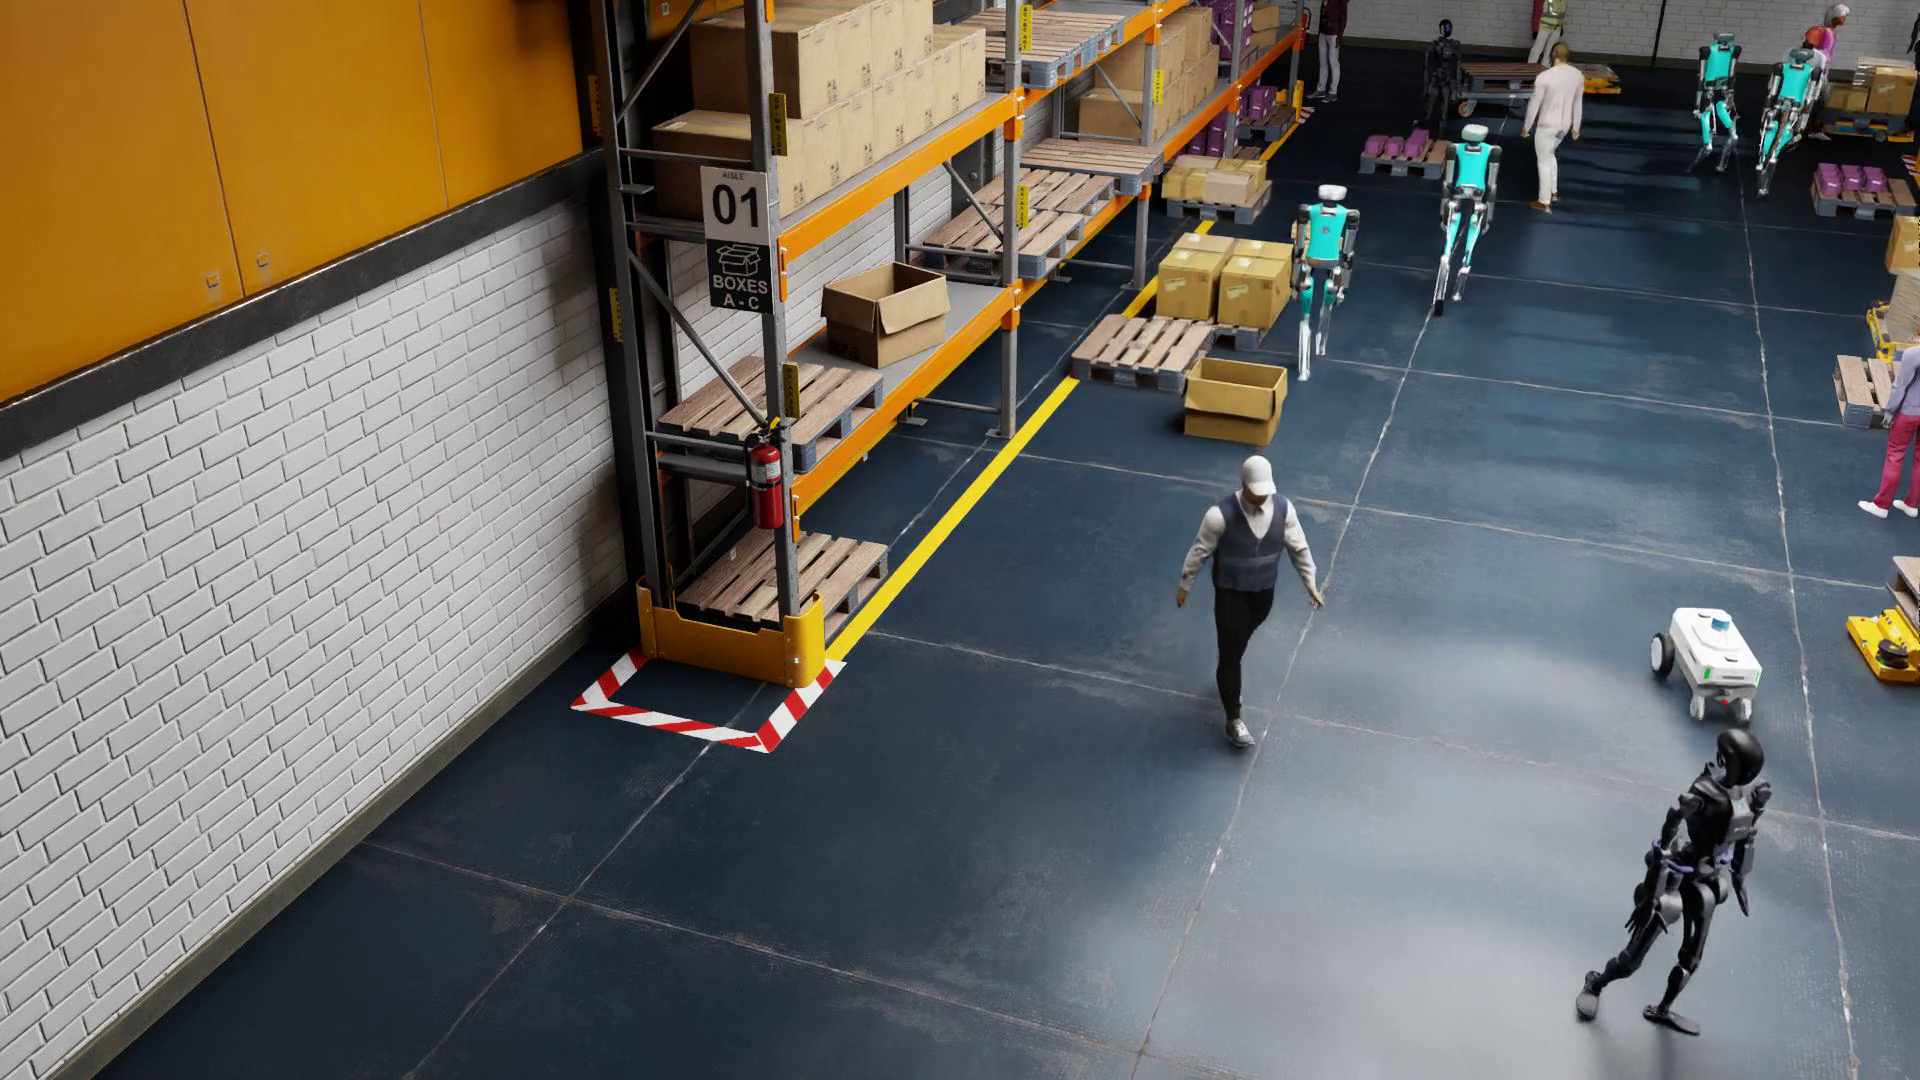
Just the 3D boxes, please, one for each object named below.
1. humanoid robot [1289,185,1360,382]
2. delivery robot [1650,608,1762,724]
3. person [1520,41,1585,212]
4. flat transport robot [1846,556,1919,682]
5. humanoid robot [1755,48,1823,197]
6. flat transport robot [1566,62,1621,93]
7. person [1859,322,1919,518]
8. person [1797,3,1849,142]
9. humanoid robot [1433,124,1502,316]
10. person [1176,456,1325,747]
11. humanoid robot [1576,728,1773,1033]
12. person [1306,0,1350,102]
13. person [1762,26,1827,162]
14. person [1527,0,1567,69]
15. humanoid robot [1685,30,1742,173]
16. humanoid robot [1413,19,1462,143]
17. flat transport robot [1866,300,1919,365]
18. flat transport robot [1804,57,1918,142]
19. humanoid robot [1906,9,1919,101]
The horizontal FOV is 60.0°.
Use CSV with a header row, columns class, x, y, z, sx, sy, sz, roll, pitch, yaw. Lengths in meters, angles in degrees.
class,x,y,z,sx,sy,sz,roll,pitch,yaw
humanoid robot,3.214,-2.353,14.736,0.551,1.775,0.944,7,28,14
delivery robot,4.544,0.714,10.072,0.499,0.612,0.796,2,27,5
person,6.832,-4.765,19.212,0.632,1.910,0.522,-11,29,-21
flat transport robot,6.422,0.690,10.412,1.431,0.231,0.659,4,28,8
humanoid robot,9.570,-4.822,19.469,0.530,1.735,0.888,23,35,37
flat transport robot,9.659,-7.082,25.488,0.659,0.231,1.431,4,28,8
person,6.937,-0.922,12.056,0.498,1.629,0.289,-3,27,-6
person,11.421,-6.166,22.012,0.731,1.817,0.534,19,33,32
humanoid robot,4.840,-3.046,16.082,0.549,1.777,0.929,11,29,21
person,1.676,0.316,9.555,0.752,1.717,0.864,-8,28,-15
humanoid robot,3.179,1.482,7.349,0.596,1.648,0.473,-9,29,-18
person,5.419,-7.416,24.303,0.425,1.949,0.497,-14,30,-25
person,10.729,-5.755,21.354,0.868,1.690,0.579,-18,32,-31
person,8.808,-7.660,24.908,0.633,1.839,0.430,-15,31,-26
humanoid robot,9.366,-5.286,20.428,0.531,1.792,0.817,-5,28,-9
humanoid robot,6.309,-6.035,21.935,0.590,1.644,0.527,-7,28,-14
flat transport robot,8.816,-1.869,15.376,0.659,0.231,1.431,10,29,19
flat transport robot,12.237,-5.650,22.709,1.431,0.231,0.659,13,30,24
humanoid robot,14.232,-7.280,24.340,0.467,1.638,0.599,-21,34,-34
